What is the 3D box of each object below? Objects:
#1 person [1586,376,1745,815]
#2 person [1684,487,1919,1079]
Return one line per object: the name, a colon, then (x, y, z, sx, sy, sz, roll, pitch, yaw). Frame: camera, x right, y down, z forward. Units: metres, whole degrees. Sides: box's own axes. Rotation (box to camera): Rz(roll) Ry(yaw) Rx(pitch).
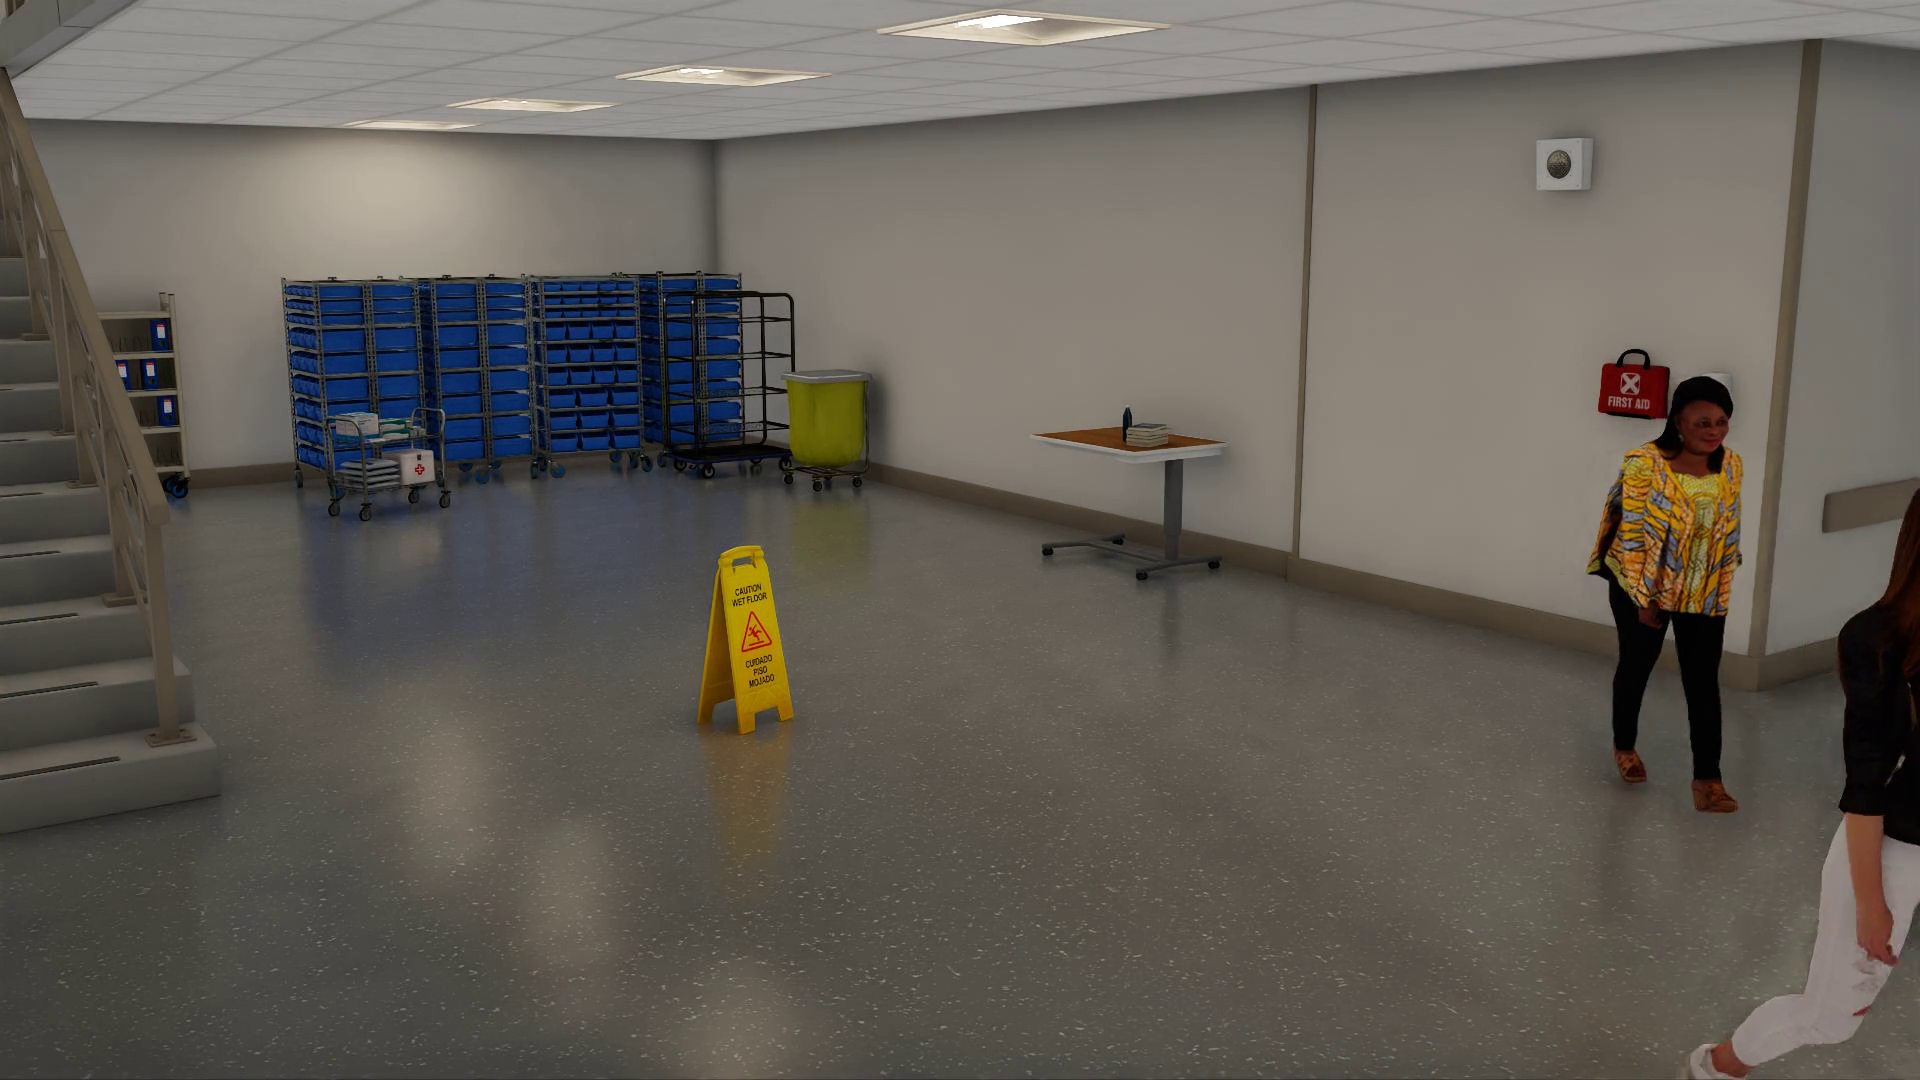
person: (2.656, 0.200, 6.310, 1.001, 1.607, 1.133, -1, 11, -4)
person: (1.942, 0.692, 3.544, 0.821, 1.670, 1.165, -3, 11, -16)
